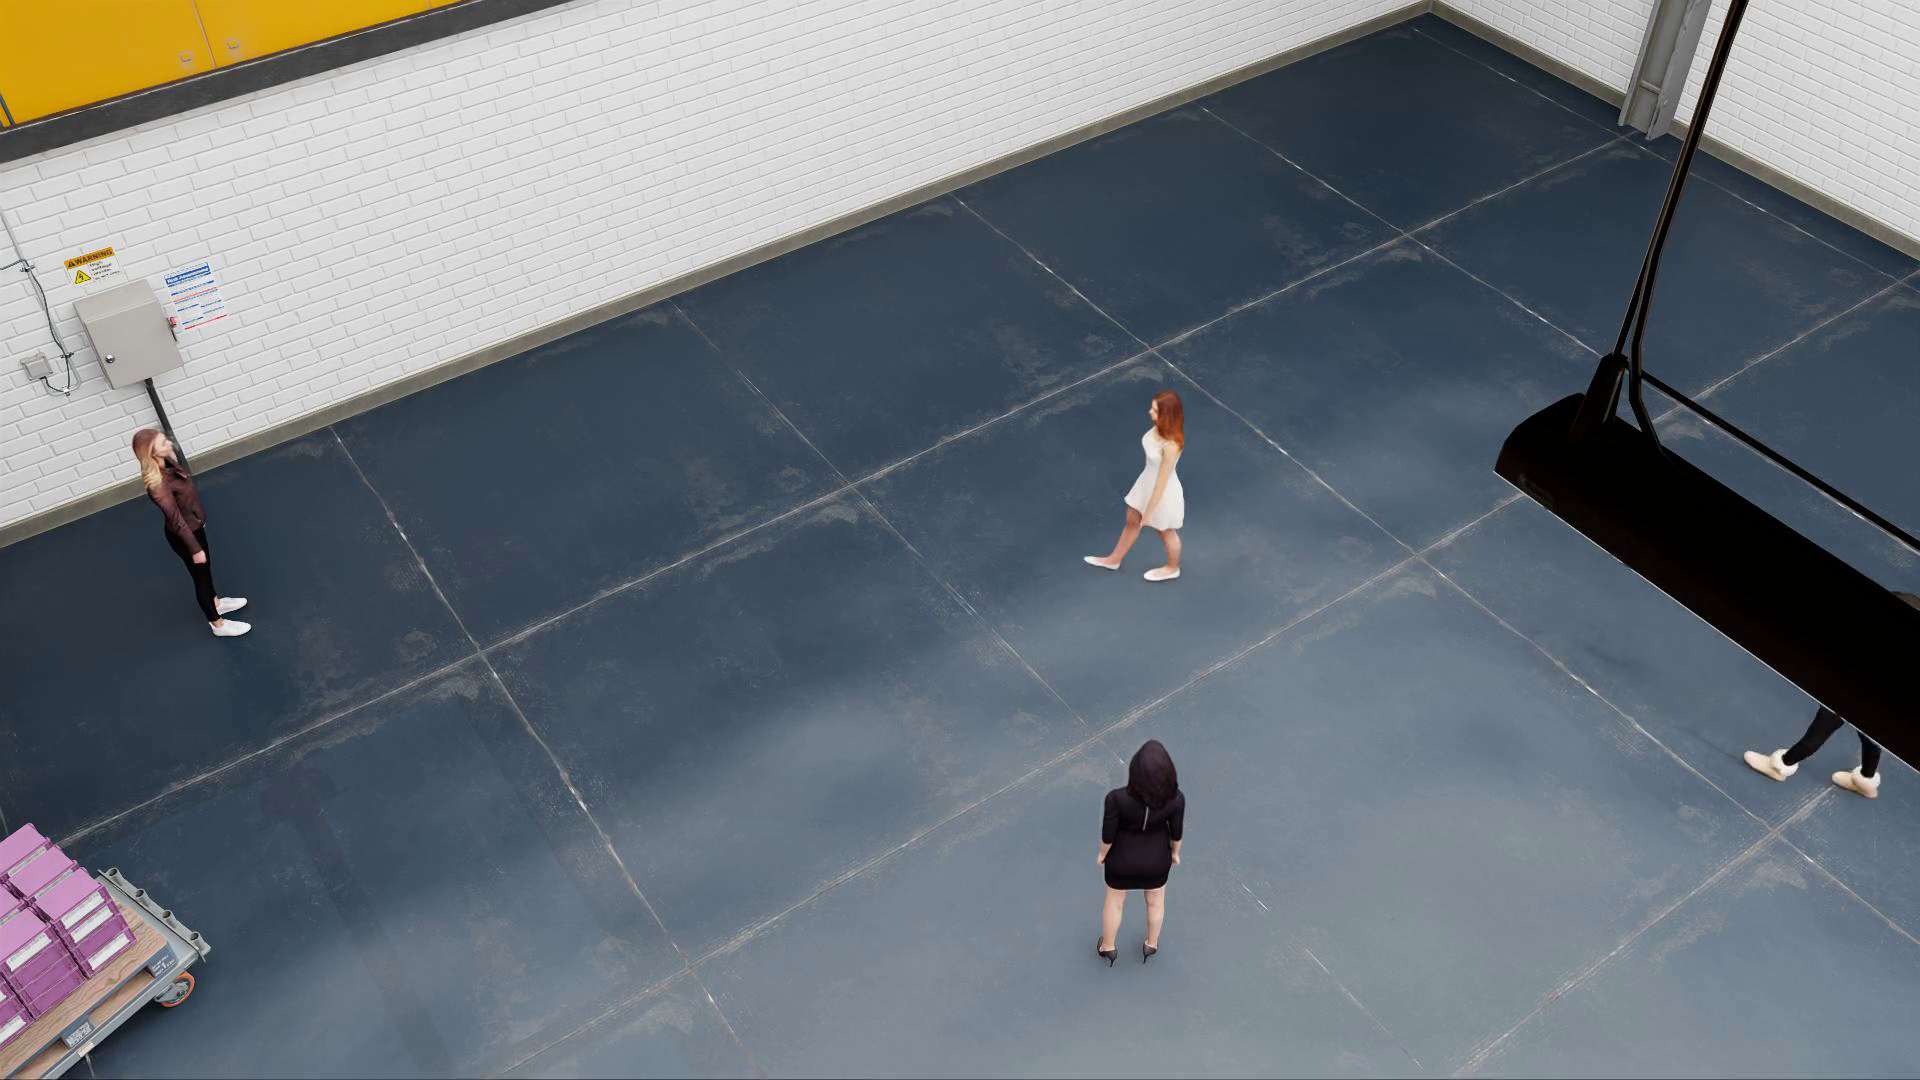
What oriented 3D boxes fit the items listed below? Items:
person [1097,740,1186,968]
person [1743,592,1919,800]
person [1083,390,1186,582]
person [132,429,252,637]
[{"bbox_3d":[0.967,1.737,9.046,0.663,1.805,0.670,-1,44,-1],"label":"person"},{"bbox_3d":[5.323,0.854,10.084,0.682,1.651,1.018,-32,52,-29],"label":"person"},{"bbox_3d":[1.438,-0.342,11.311,0.903,1.691,0.945,-4,44,-4],"label":"person"},{"bbox_3d":[-5.119,-0.056,11.002,0.712,1.703,0.527,-15,46,-15],"label":"person"}]
